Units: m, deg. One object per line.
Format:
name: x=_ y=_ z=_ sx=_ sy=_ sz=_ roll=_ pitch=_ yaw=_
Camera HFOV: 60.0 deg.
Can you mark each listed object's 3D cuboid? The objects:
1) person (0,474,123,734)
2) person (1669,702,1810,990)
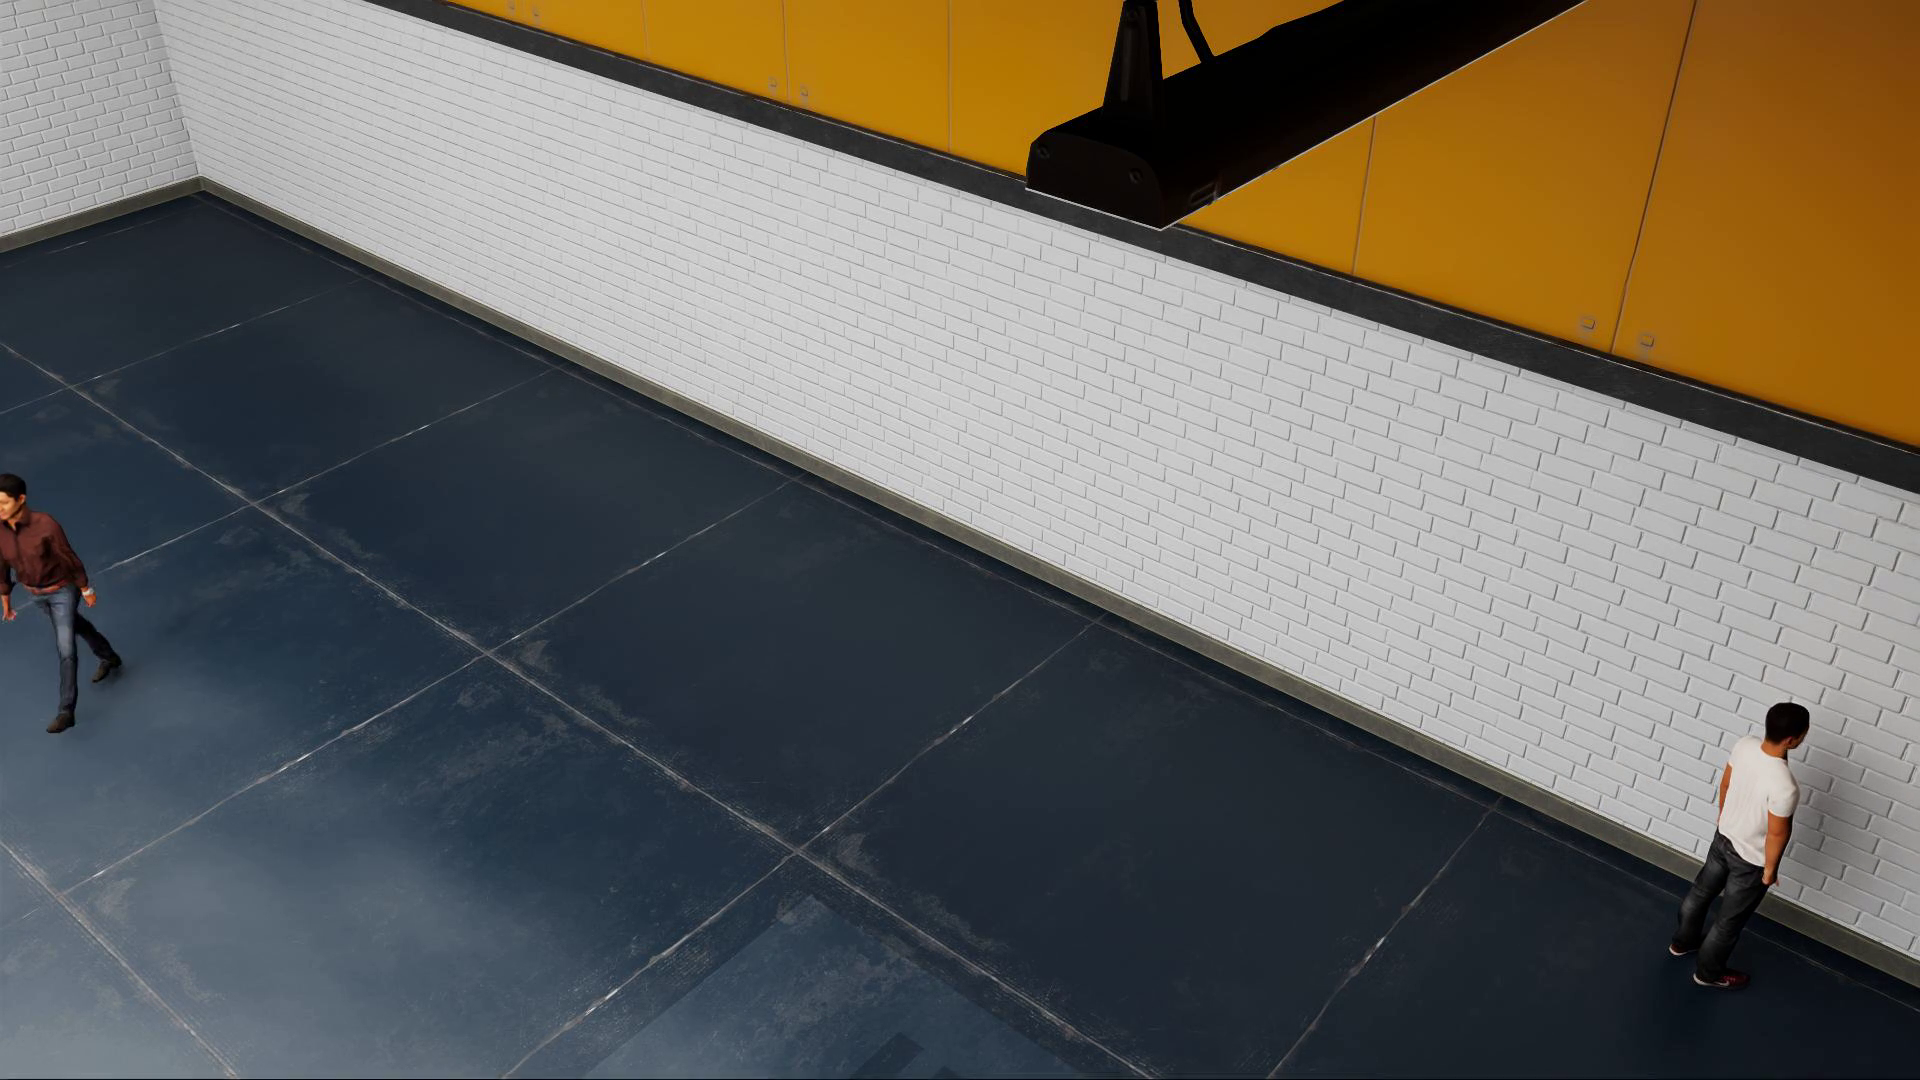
person: x=-5.759 y=0.294 z=10.651 sx=1.035 sy=1.729 sz=1.228 roll=5 pitch=34 yaw=7
person: x=4.078 y=1.580 z=8.662 sx=0.751 sy=1.798 sz=0.716 roll=-6 pitch=34 yaw=-9
